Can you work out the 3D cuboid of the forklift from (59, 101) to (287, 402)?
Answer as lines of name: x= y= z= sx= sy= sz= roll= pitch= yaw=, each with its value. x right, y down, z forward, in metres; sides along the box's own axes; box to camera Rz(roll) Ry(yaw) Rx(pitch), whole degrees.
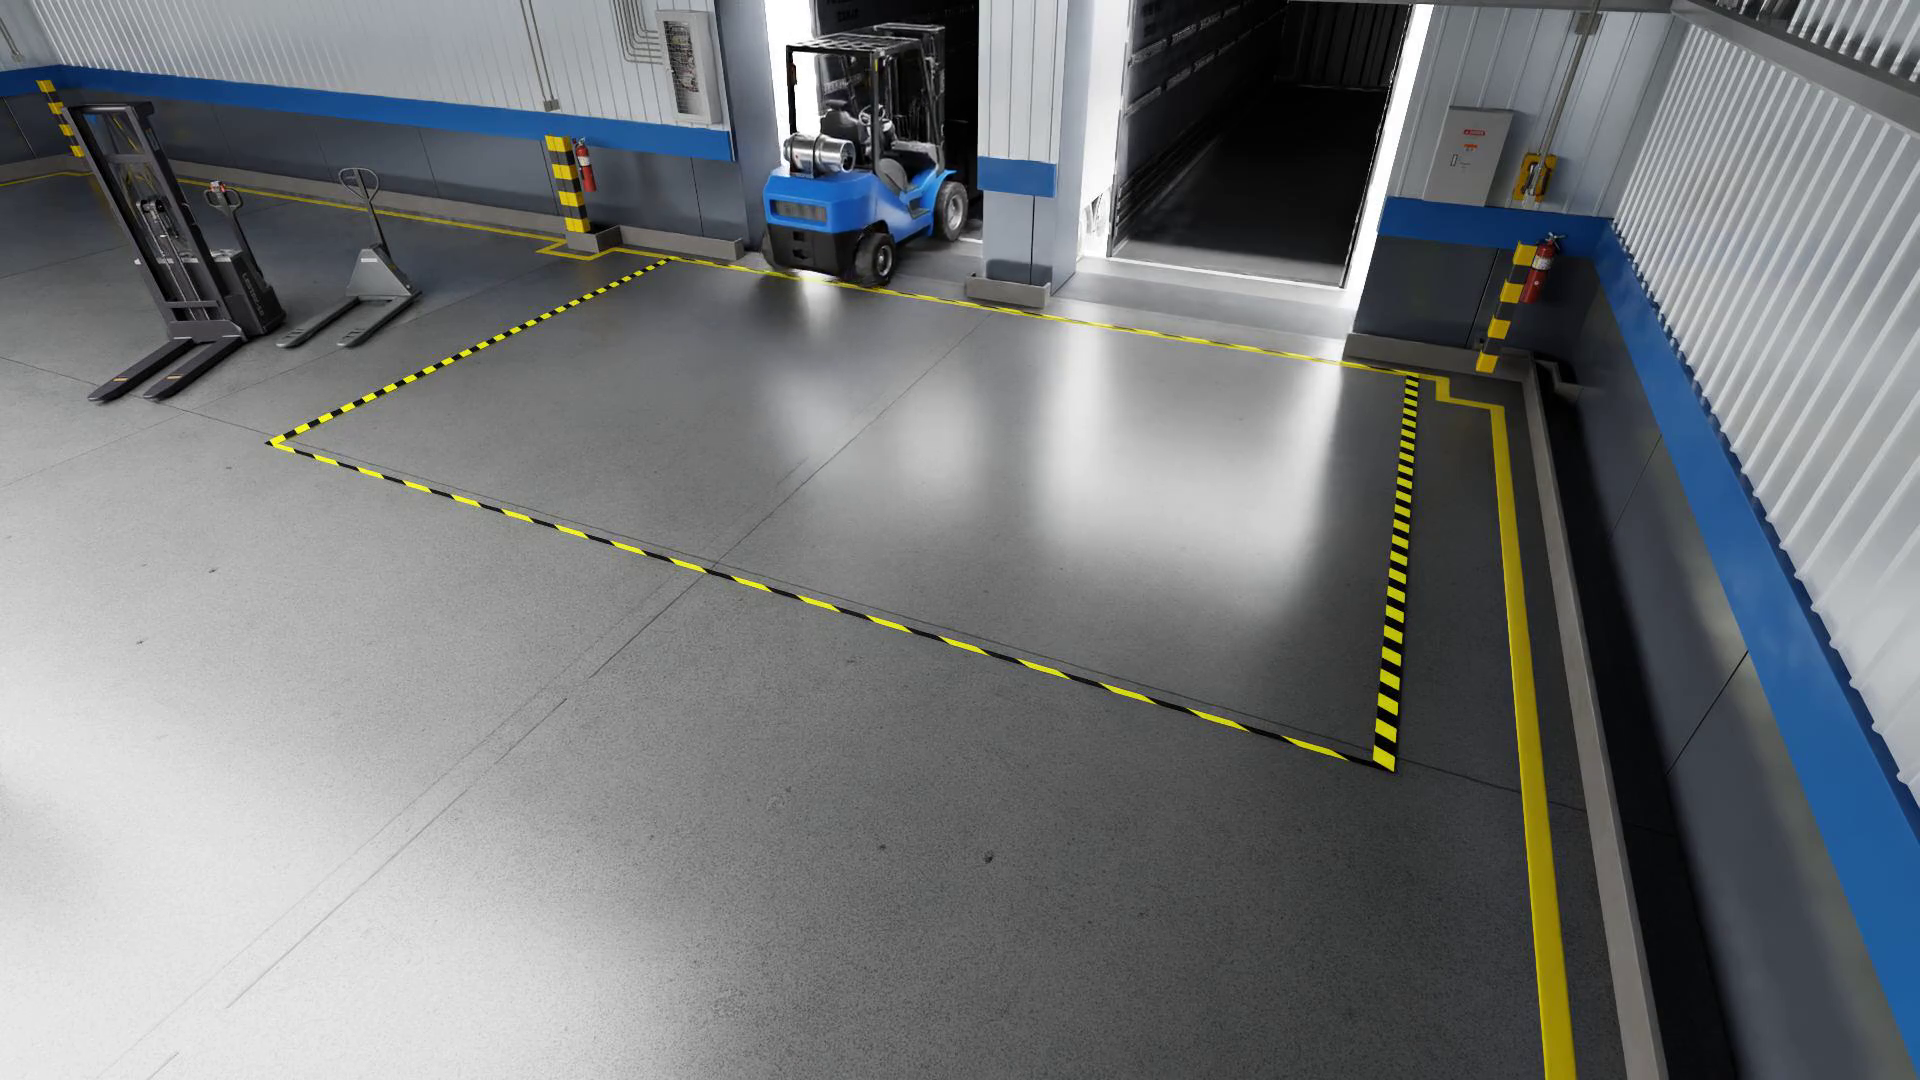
forklift: x=-6.686 y=-2.387 z=7.434 sx=0.823 sy=1.965 sz=1.885 roll=-3 pitch=35 yaw=-5

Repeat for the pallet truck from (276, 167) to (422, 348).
pallet truck: x=-5.732 y=-2.611 z=8.414 sx=0.680 sy=1.201 sz=1.601 roll=-1 pitch=35 yaw=-1

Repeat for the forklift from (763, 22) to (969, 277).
forklift: x=-0.981 y=-4.188 z=9.671 sx=1.157 sy=2.036 sz=2.680 roll=16 pitch=38 yaw=21
